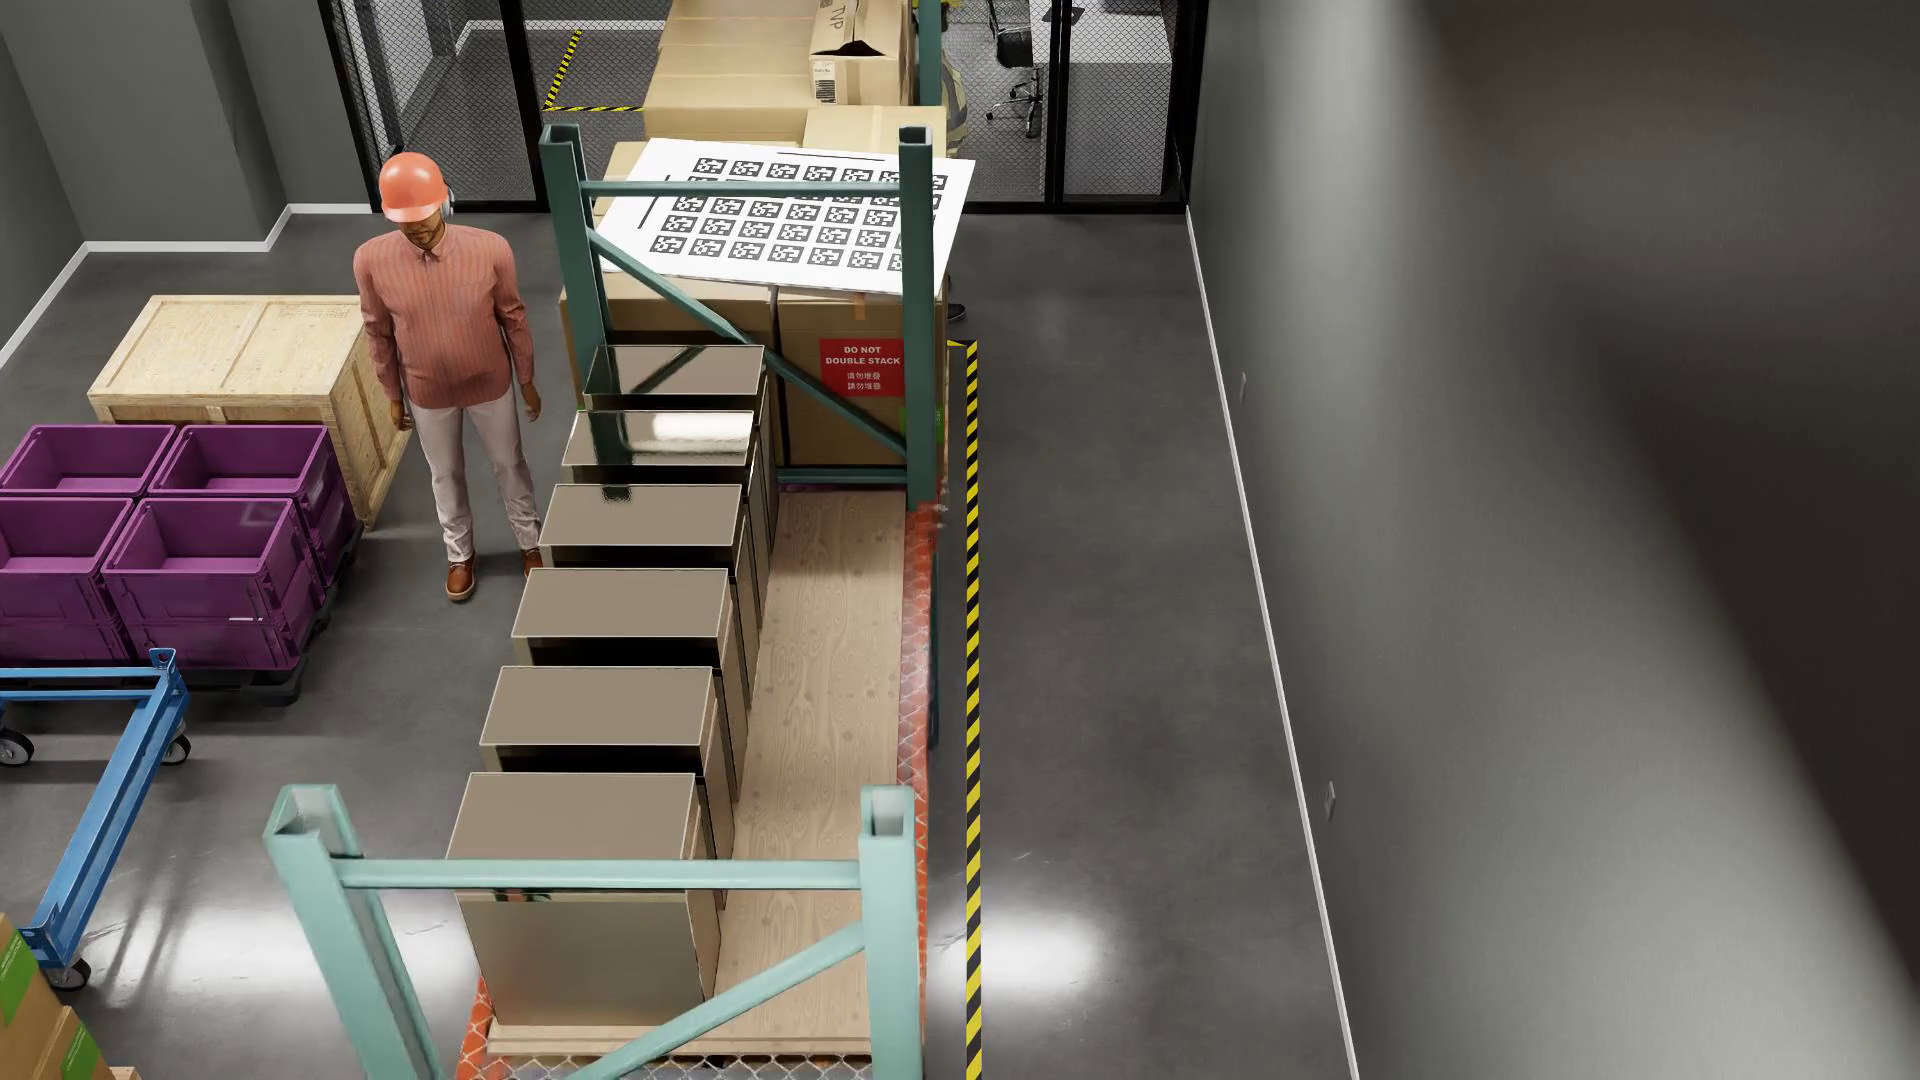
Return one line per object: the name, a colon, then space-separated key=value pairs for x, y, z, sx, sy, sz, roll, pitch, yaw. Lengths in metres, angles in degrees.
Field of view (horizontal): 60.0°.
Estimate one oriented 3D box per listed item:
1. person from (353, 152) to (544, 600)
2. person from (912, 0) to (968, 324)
person: x=-1.971 y=-0.618 z=6.551 sx=0.609 sy=1.995 sz=0.378 roll=-9 pitch=42 yaw=-10
person: x=-0.167 y=-1.940 z=8.181 sx=0.404 sy=1.836 sz=0.590 roll=-8 pitch=42 yaw=-9
